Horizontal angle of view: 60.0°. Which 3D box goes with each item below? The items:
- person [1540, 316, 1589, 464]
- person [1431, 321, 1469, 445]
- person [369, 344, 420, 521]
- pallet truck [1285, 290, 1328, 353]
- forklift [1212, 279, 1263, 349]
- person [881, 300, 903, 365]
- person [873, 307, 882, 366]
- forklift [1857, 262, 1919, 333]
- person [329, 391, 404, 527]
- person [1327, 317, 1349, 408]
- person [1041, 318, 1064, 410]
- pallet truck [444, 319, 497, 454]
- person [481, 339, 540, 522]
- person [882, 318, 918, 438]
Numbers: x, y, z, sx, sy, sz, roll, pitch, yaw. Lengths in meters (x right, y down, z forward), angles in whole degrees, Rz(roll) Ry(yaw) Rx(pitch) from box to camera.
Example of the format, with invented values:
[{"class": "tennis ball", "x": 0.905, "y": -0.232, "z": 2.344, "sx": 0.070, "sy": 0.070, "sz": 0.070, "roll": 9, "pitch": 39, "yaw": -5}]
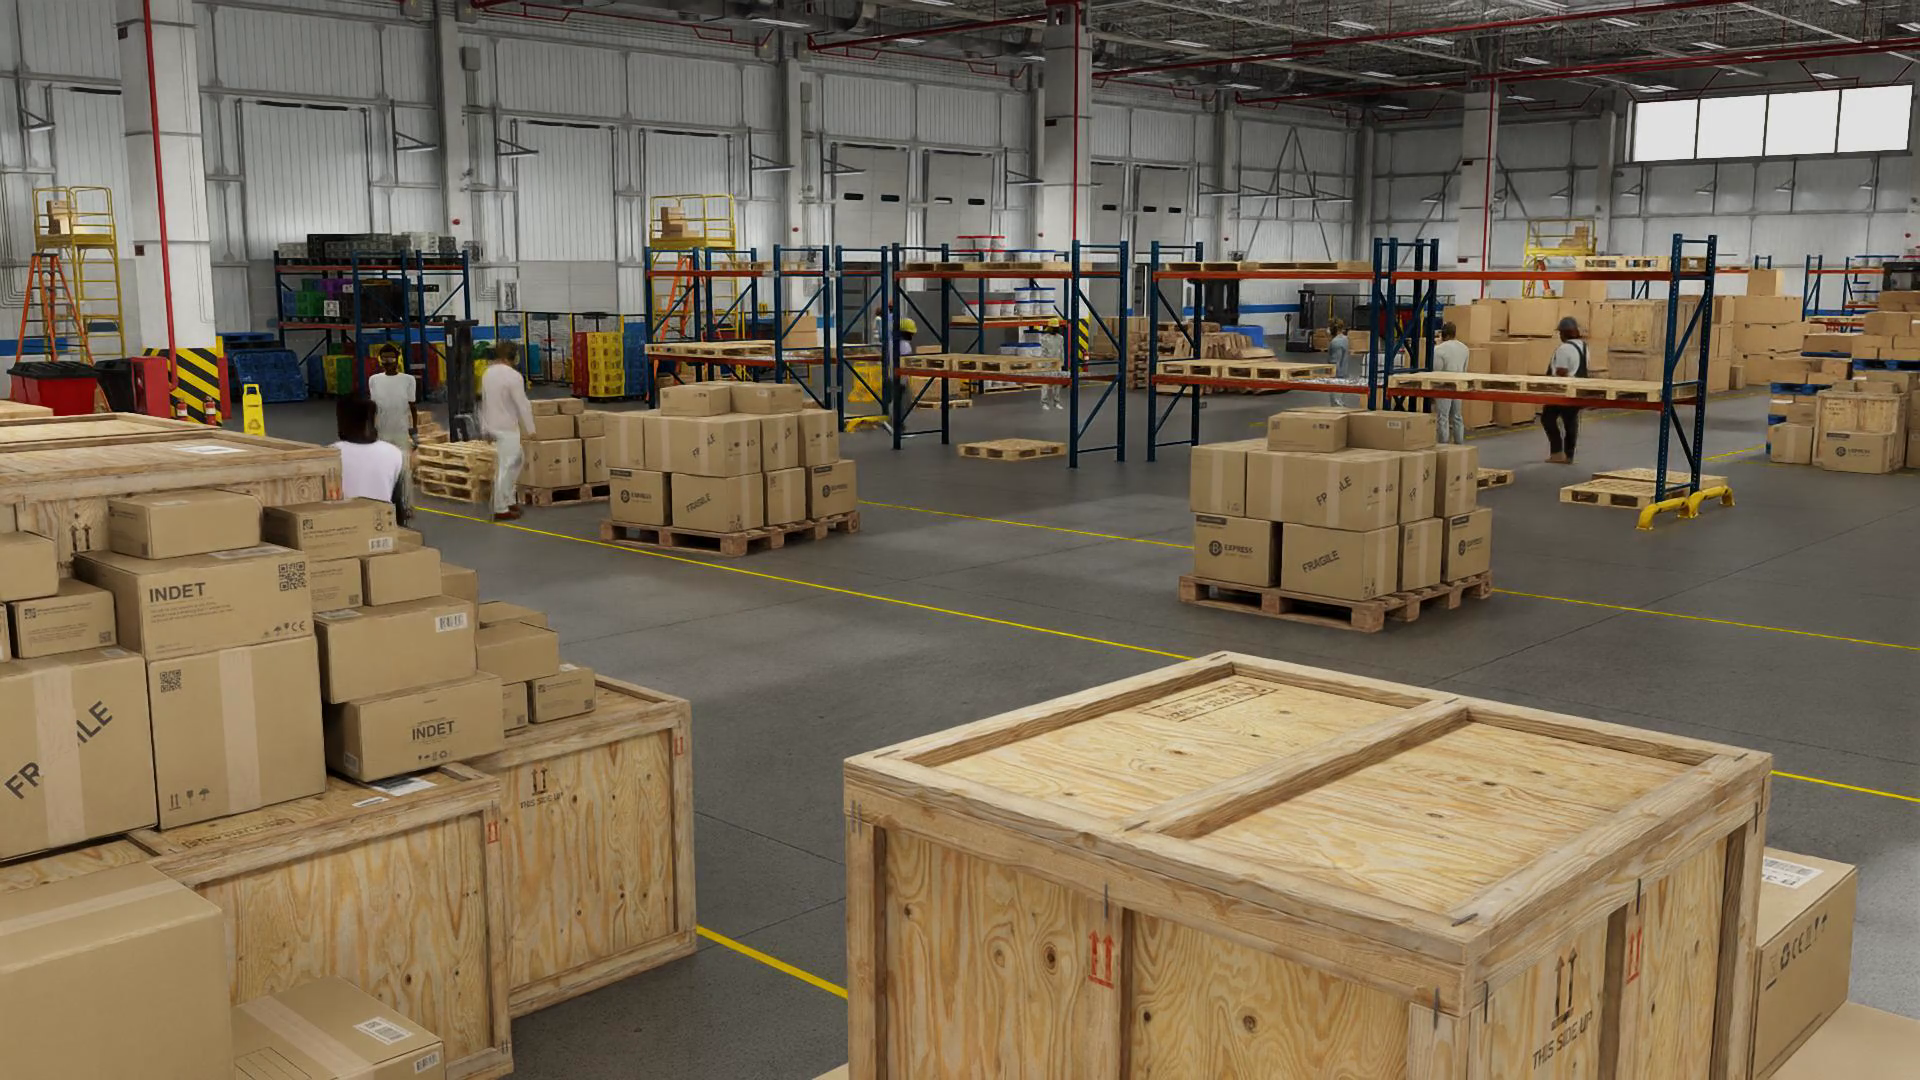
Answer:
[{"class": "person", "x": 8.211, "y": -2.034, "z": 22.582, "sx": 0.691, "sy": 2.000, "sz": 0.535, "roll": -7, "pitch": 12, "yaw": -38}, {"class": "person", "x": 6.805, "y": -2.072, "z": 23.179, "sx": 0.624, "sy": 1.931, "sz": 0.378, "roll": -5, "pitch": 11, "yaw": -29}, {"class": "person", "x": -5.971, "y": -1.128, "z": 17.545, "sx": 0.520, "sy": 1.873, "sz": 0.328, "roll": -2, "pitch": 9, "yaw": -10}, {"class": "pallet truck", "x": 11.297, "y": -6.951, "z": 52.861, "sx": 1.885, "sy": 1.965, "sz": 0.823, "roll": -5, "pitch": 11, "yaw": -29}, {"class": "forklift", "x": 7.371, "y": -6.271, "z": 45.994, "sx": 1.873, "sy": 2.768, "sz": 1.129, "roll": 9, "pitch": 13, "yaw": 43}, {"class": "person", "x": -1.579, "y": -4.677, "z": 39.129, "sx": 0.542, "sy": 1.930, "sz": 0.367, "roll": 4, "pitch": 10, "yaw": 22}, {"class": "person", "x": -2.162, "y": -5.386, "z": 44.400, "sx": 0.314, "sy": 1.632, "sz": 0.524, "roll": -1, "pitch": 9, "yaw": -7}, {"class": "forklift", "x": 23.395, "y": -5.530, "z": 41.453, "sx": 1.129, "sy": 2.768, "sz": 1.873, "roll": 0, "pitch": 9, "yaw": -3}, {"class": "person", "x": -3.695, "y": 0.033, "z": 10.317, "sx": 0.487, "sy": 1.906, "sz": 0.620, "roll": 6, "pitch": 11, "yaw": 33}, {"class": "person", "x": 5.780, "y": -2.449, "z": 25.496, "sx": 0.362, "sy": 1.929, "sz": 0.629, "roll": 3, "pitch": 10, "yaw": 19}, {"class": "person", "x": 1.758, "y": -3.320, "z": 31.404, "sx": 0.486, "sy": 1.738, "sz": 0.320, "roll": -4, "pitch": 10, "yaw": -26}, {"class": "pallet truck", "x": -6.981, "y": -1.942, "z": 22.150, "sx": 1.885, "sy": 1.965, "sz": 0.823, "roll": 1, "pitch": 9, "yaw": 9}, {"class": "person", "x": -4.722, "y": -1.150, "z": 17.543, "sx": 0.624, "sy": 1.912, "sz": 0.625, "roll": -8, "pitch": 12, "yaw": -41}, {"class": "person", "x": -0.921, "y": -2.515, "z": 25.976, "sx": 0.493, "sy": 1.895, "sz": 0.623, "roll": -2, "pitch": 10, "yaw": -14}]
